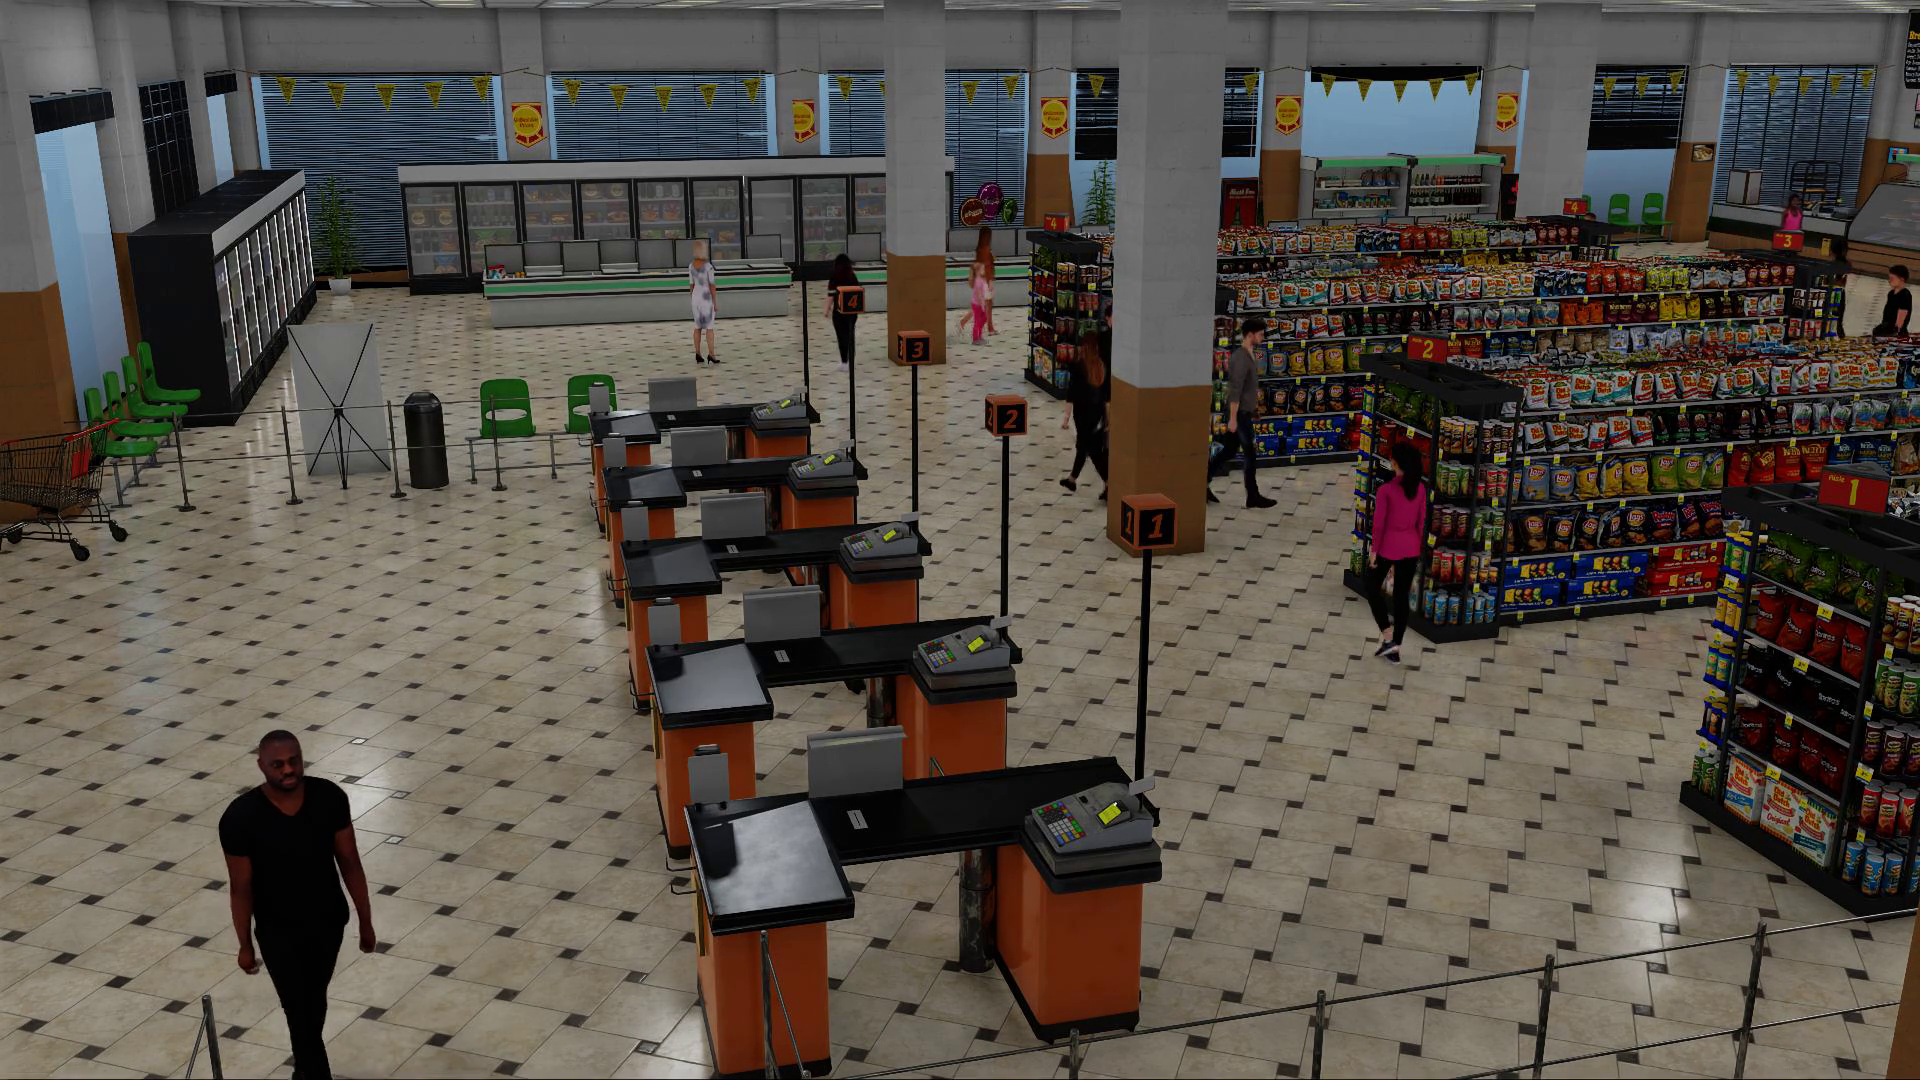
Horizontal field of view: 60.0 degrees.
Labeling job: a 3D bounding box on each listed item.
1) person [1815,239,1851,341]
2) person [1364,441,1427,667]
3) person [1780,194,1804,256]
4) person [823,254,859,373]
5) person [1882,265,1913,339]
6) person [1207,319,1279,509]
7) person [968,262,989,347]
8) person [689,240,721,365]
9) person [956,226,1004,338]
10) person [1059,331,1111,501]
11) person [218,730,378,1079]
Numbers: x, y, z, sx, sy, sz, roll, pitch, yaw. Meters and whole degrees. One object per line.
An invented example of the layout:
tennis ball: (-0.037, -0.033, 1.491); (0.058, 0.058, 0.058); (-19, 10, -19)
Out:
person: (12.544, -3.397, 23.794); (1.139, 1.715, 0.848); (1, 17, 2)
person: (3.245, 0.132, 12.216); (0.587, 1.691, 0.655); (-4, 17, -11)
person: (15.457, -5.600, 31.056); (0.648, 1.712, 0.731); (2, 17, 5)
person: (-1.614, -3.148, 23.116); (0.655, 1.633, 0.756); (-11, 20, -32)
person: (11.589, -2.429, 20.451); (1.322, 1.804, 0.963); (1, 17, 5)
person: (2.680, -1.246, 16.442); (1.225, 1.871, 1.032); (5, 18, 15)
person: (0.222, -3.564, 25.112); (0.589, 1.269, 0.568); (0, 17, 0)
person: (-3.663, -3.396, 23.734); (0.626, 1.749, 0.703); (7, 18, 23)
person: (0.285, -3.958, 25.675); (1.018, 1.696, 0.627); (-4, 17, -13)
person: (1.342, -1.212, 16.678); (1.139, 1.669, 0.936); (-11, 20, -33)
person: (-2.846, 1.632, 7.108); (1.137, 1.788, 1.043); (-14, 22, -39)
